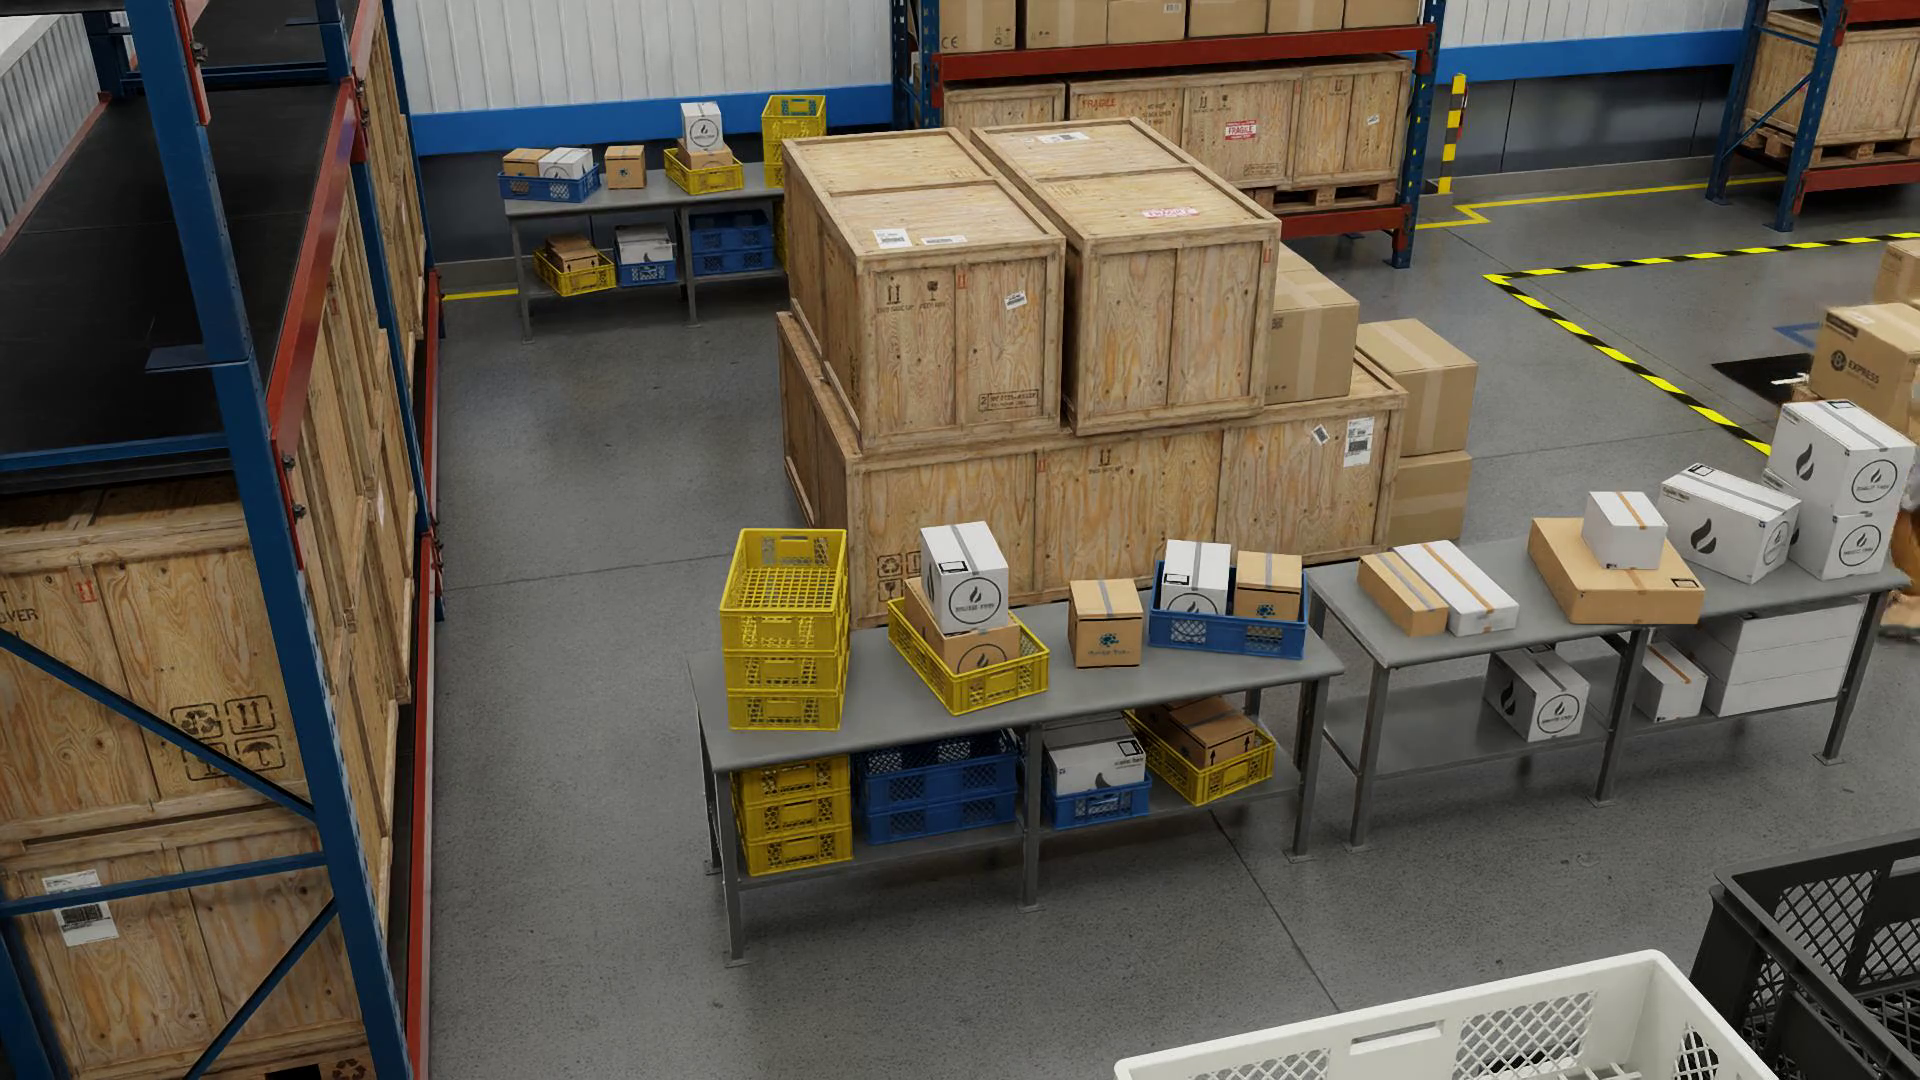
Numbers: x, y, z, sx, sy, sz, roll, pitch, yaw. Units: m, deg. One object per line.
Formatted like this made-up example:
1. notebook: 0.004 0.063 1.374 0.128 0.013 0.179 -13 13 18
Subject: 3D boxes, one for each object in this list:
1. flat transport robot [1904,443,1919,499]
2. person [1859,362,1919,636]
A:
1. flat transport robot: 5.789 -0.528 10.047 0.652 0.197 1.431 -7 30 -13
2. person: 4.838 -0.522 8.276 0.524 1.995 0.650 22 36 34
